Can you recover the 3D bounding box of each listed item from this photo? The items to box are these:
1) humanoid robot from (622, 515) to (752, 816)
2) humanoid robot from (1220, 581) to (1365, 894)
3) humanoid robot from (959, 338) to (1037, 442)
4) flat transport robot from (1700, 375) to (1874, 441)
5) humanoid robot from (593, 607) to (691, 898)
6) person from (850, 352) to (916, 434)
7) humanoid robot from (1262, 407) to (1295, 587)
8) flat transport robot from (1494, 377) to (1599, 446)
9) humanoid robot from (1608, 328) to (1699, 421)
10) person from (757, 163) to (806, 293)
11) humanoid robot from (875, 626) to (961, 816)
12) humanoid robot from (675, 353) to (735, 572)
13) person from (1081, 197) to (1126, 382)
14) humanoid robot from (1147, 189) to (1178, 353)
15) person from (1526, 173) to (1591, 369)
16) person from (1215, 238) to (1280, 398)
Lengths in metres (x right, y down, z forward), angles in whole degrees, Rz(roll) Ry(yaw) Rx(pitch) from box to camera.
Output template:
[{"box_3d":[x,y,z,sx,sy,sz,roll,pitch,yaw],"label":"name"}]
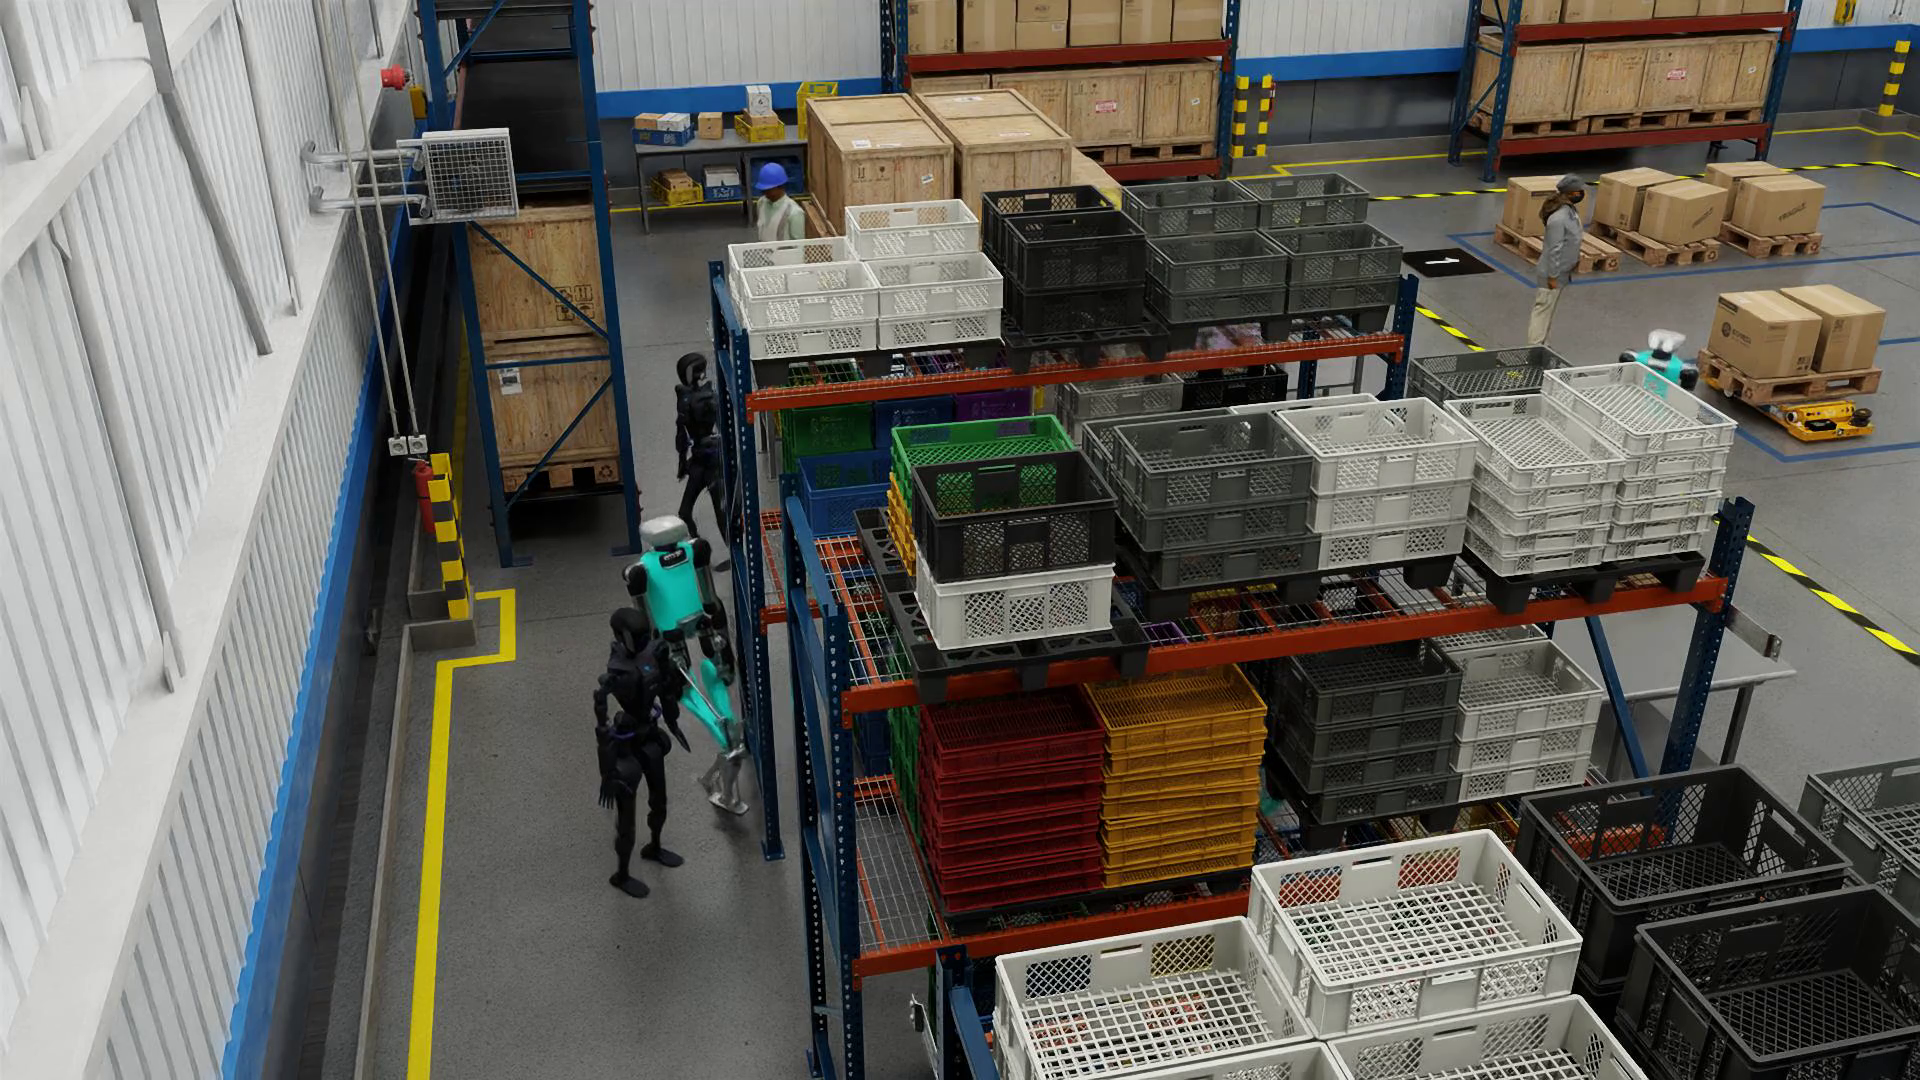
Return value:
[{"box_3d":[-1.335,0.799,9.039,0.928,1.769,0.535,25,37,39],"label":"humanoid robot"},{"box_3d":[1.580,1.109,8.412,1.002,1.779,0.531,-17,32,-28],"label":"humanoid robot"},{"box_3d":[0.299,-0.504,11.319,0.536,1.694,0.737,-4,28,-8],"label":"humanoid robot"},{"box_3d":[7.142,-1.254,14.396,0.652,0.197,1.431,-6,28,-12],"label":"flat transport robot"},{"box_3d":[-1.651,1.055,8.529,0.317,1.652,0.608,16,32,27],"label":"humanoid robot"},{"box_3d":[-0.551,-0.779,11.795,0.576,1.880,0.347,-24,36,-37],"label":"person"},{"box_3d":[2.123,-0.140,10.829,0.450,1.644,0.590,0,28,-1],"label":"humanoid robot"},{"box_3d":[4.780,-1.036,14.013,0.659,0.231,1.431,-6,28,-12],"label":"flat transport robot"},{"box_3d":[4.880,-0.748,11.822,0.538,1.741,0.732,16,32,28],"label":"humanoid robot"},{"box_3d":[-1.602,-2.412,14.840,0.414,1.936,0.609,-23,35,-36],"label":"person"},{"box_3d":[-0.014,1.185,8.351,0.733,1.898,0.547,-22,35,-36],"label":"humanoid robot"},{"box_3d":[-1.757,-0.518,11.528,0.482,1.644,0.601,-24,36,-38],"label":"humanoid robot"},{"box_3d":[1.261,-2.098,14.407,0.614,1.787,0.748,0,28,0],"label":"person"},{"box_3d":[1.918,-2.359,15.013,0.450,1.647,0.592,-20,34,-32],"label":"humanoid robot"},{"box_3d":[5.391,-2.450,15.084,0.395,1.769,0.564,15,31,26],"label":"person"},{"box_3d":[2.227,-1.447,12.946,0.936,1.987,0.624,6,28,12],"label":"person"}]
